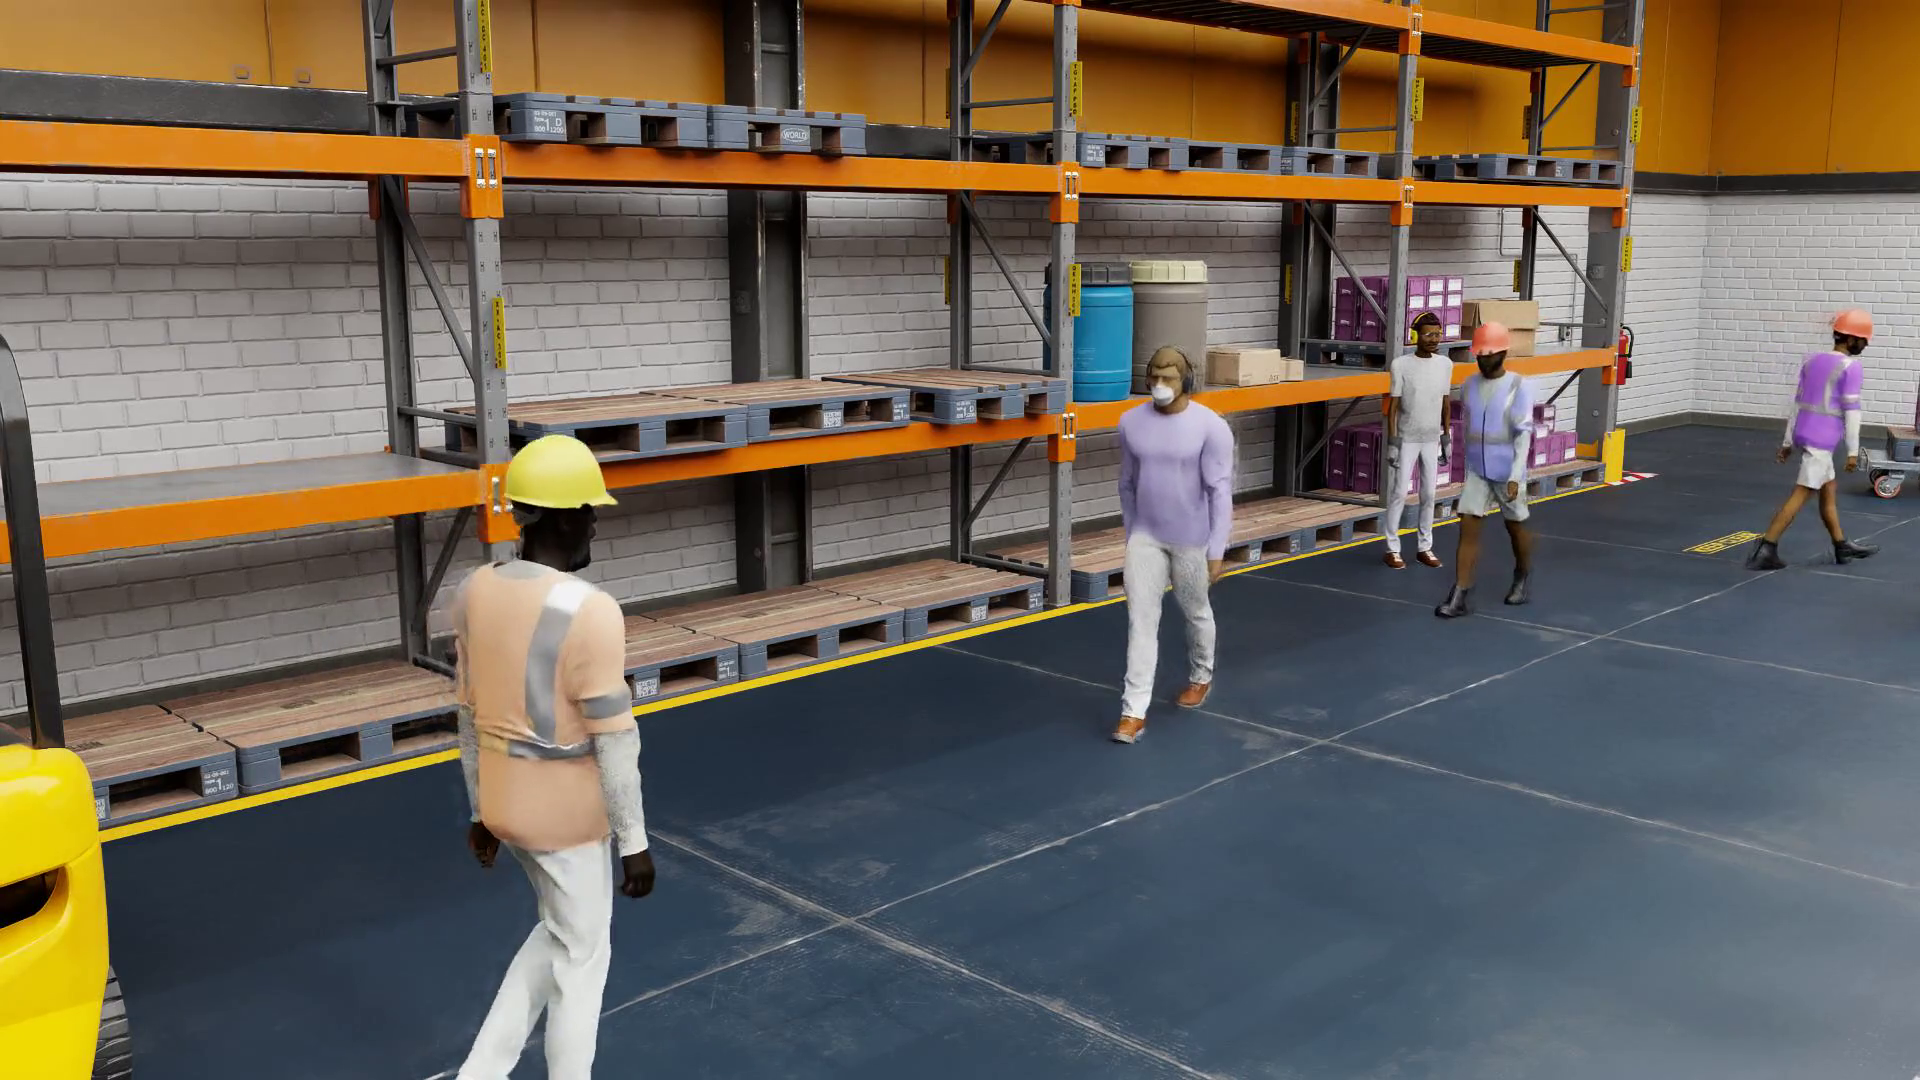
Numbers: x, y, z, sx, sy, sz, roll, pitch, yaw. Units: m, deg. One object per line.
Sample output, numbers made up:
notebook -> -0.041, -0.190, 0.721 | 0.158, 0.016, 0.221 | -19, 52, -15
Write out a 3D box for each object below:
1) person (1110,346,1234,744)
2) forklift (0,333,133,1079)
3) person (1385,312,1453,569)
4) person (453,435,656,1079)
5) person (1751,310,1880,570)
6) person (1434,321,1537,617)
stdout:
person -> 1.047, -0.009, 8.148 | 0.642, 1.887, 1.039 | 6, 12, 29
forklift -> -3.289, 0.485, 4.582 | 1.214, 2.155, 2.313 | -10, 14, -44
person -> 3.323, -0.713, 12.037 | 0.516, 1.860, 0.317 | -3, 11, -13
person -> -1.042, 0.686, 4.271 | 0.598, 1.912, 0.436 | 10, 14, 43
person -> 6.190, -0.711, 11.974 | 1.021, 1.874, 0.586 | -1, 10, -4
person -> 3.420, -0.459, 10.623 | 1.018, 1.886, 0.554 | -10, 14, -43
